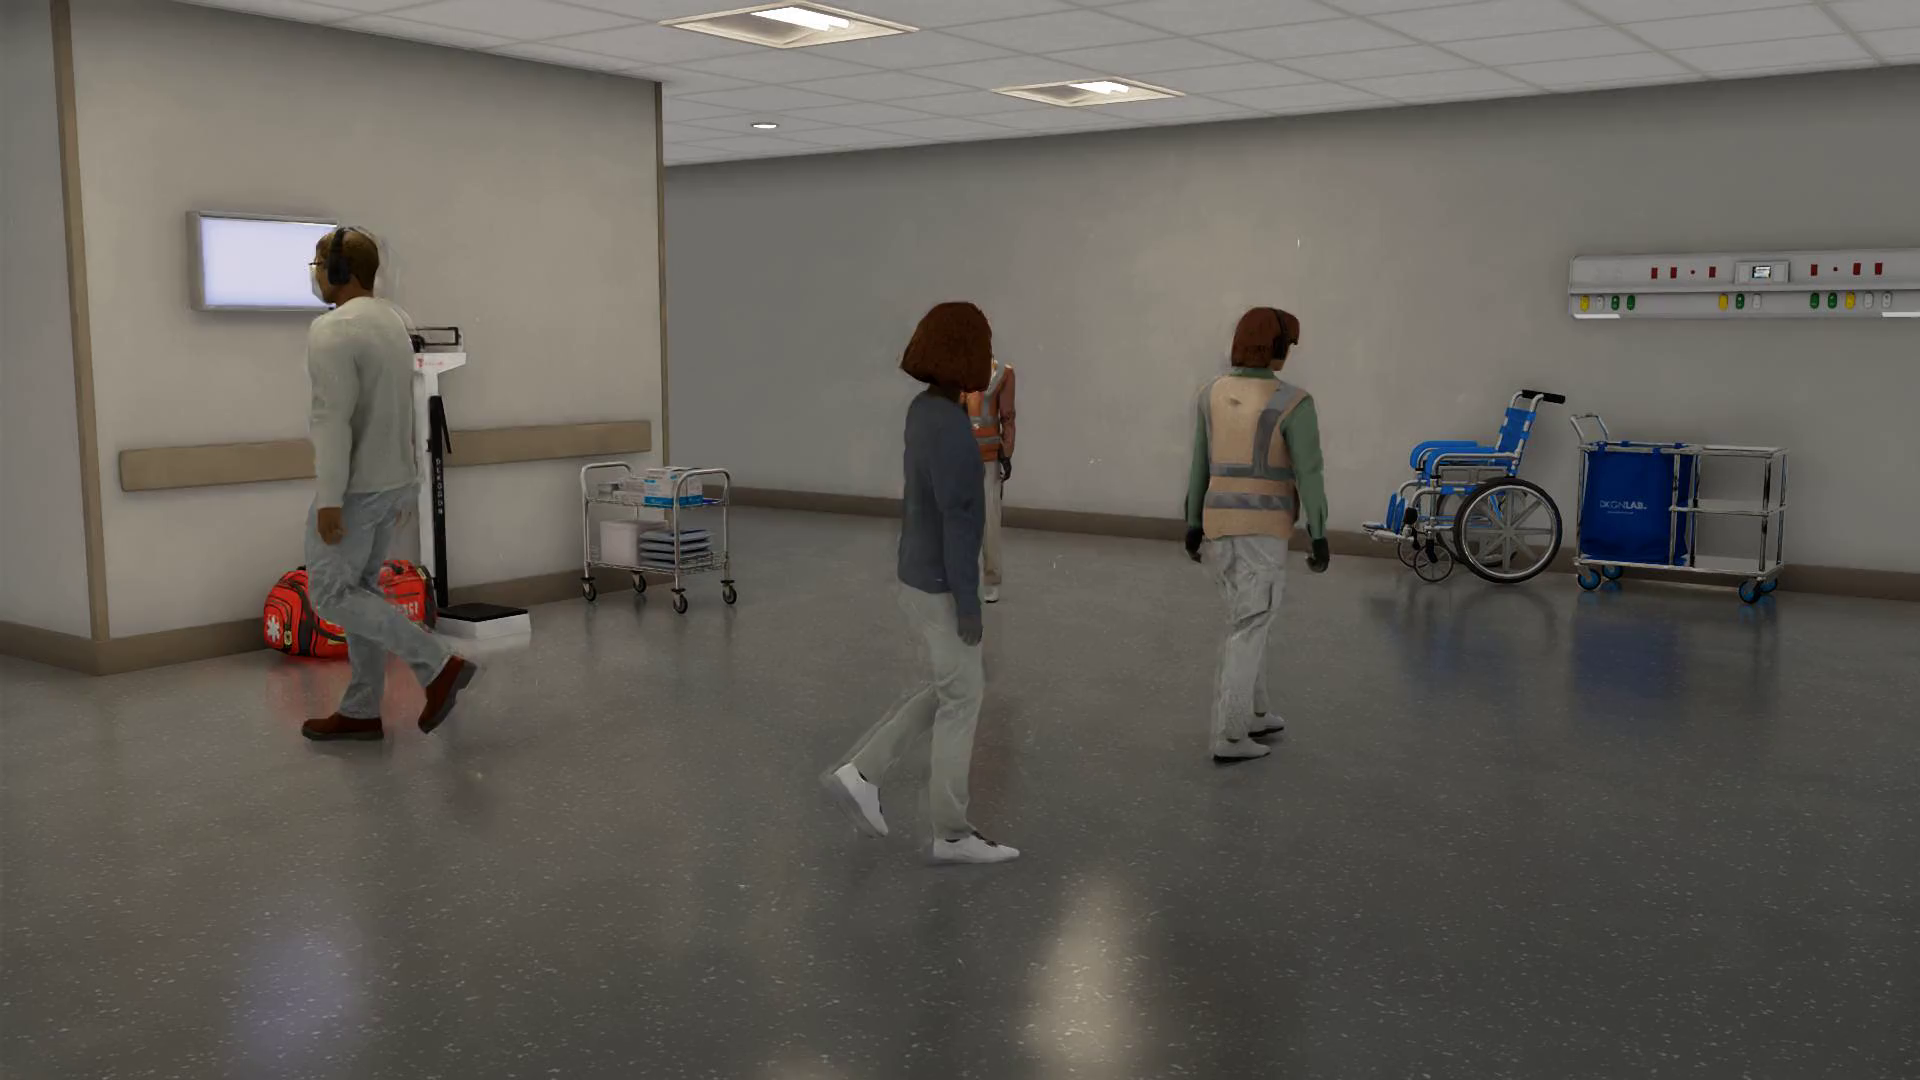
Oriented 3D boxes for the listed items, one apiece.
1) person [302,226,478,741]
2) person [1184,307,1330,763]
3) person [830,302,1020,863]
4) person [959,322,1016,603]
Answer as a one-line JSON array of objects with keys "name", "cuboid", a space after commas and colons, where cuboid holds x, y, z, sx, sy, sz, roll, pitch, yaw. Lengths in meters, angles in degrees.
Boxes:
[{"name": "person", "cuboid": [-2.141, -0.184, 6.108, 0.619, 1.918, 0.640, 0, 7, 3]}, {"name": "person", "cuboid": [1.124, -0.024, 6.026, 0.664, 1.613, 0.552, -6, 9, -39]}, {"name": "person", "cuboid": [-0.087, 0.136, 4.735, 0.448, 1.619, 0.515, -1, 7, -10]}, {"name": "person", "cuboid": [0.066, -0.461, 9.462, 0.514, 1.640, 0.311, 2, 7, 17]}]
